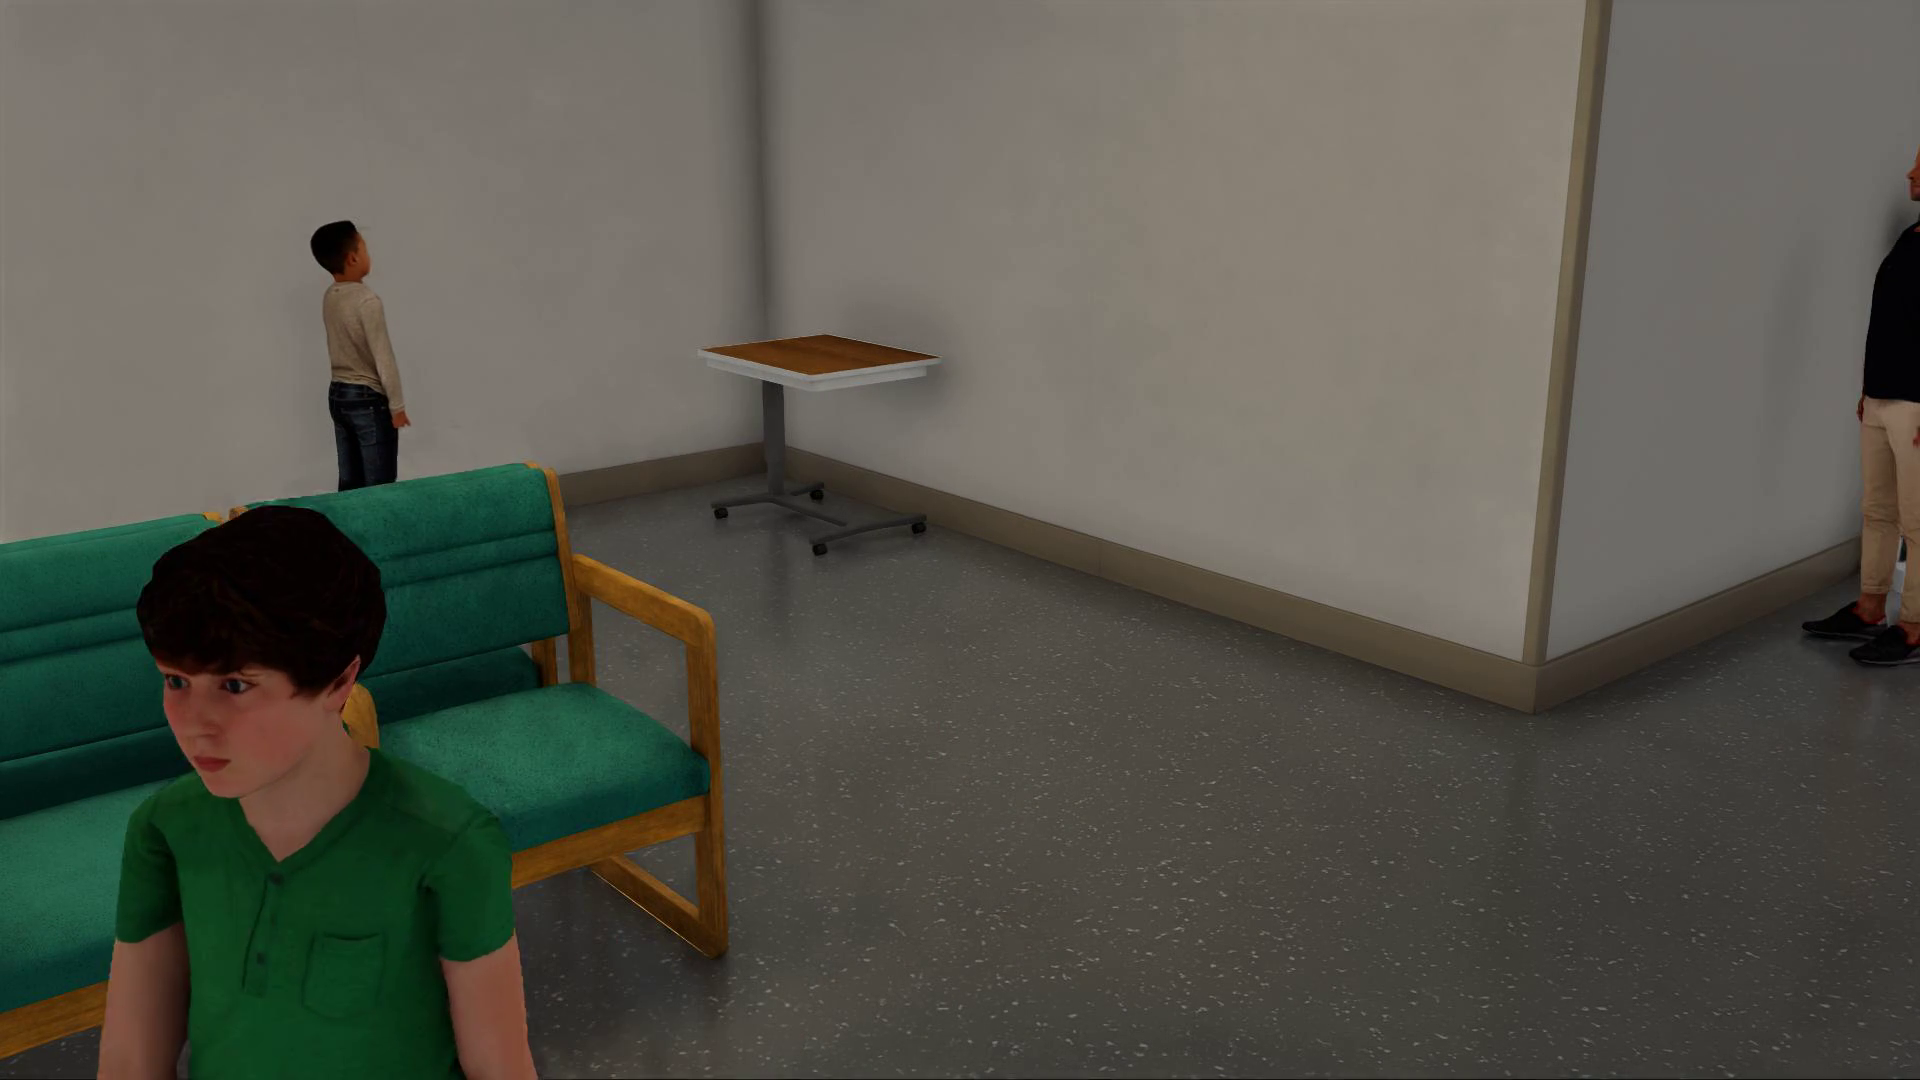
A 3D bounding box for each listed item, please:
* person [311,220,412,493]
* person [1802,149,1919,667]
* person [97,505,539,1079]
[{"bbox_3d":[-2.431,-0.555,6.757,0.518,1.466,0.649,12,20,36],"label":"person"},{"bbox_3d":[3.342,-0.496,5.821,0.758,1.859,0.672,0,16,-1],"label":"person"},{"bbox_3d":[-0.644,0.748,1.879,1.136,1.604,1.065,4,16,14],"label":"person"}]
